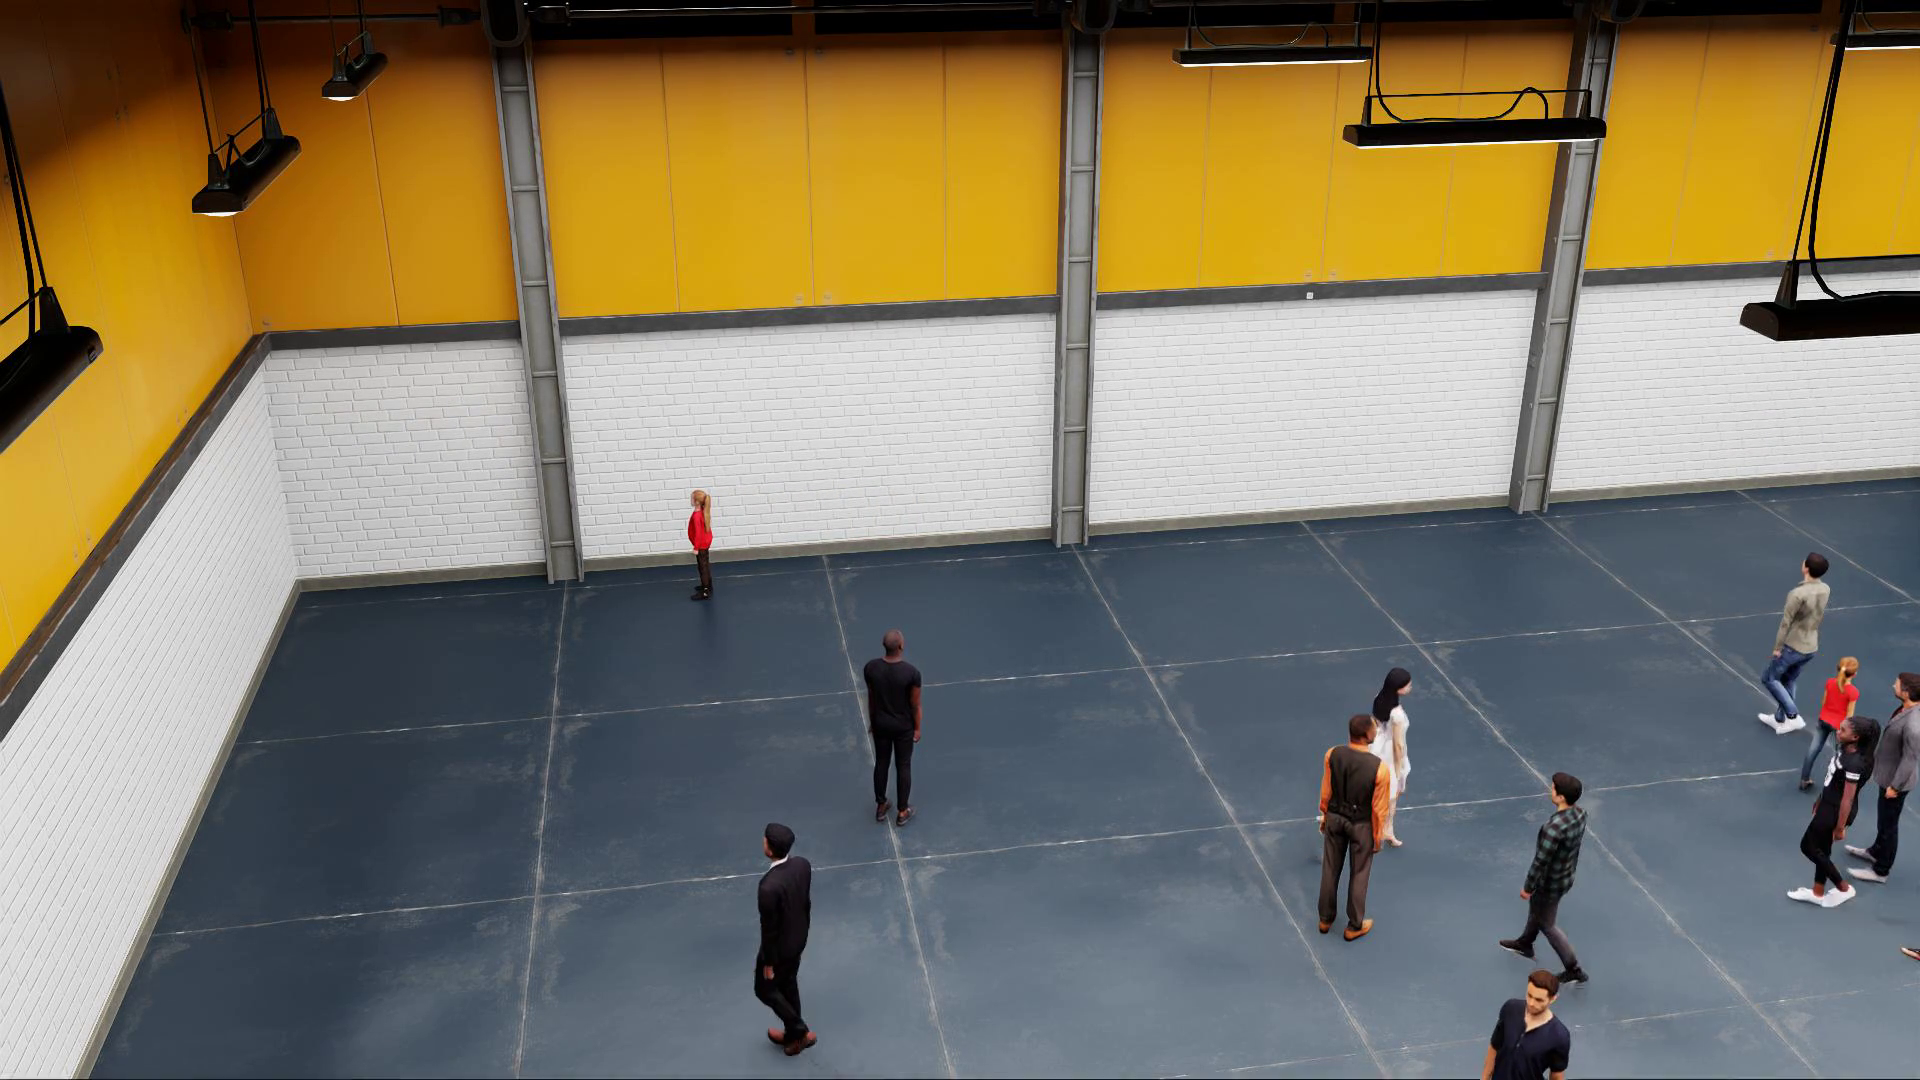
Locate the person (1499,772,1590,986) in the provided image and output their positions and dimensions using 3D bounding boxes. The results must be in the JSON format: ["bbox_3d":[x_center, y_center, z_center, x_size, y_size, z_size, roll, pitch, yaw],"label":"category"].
[{"bbox_3d":[4.428,2.504,12.256,1.059,1.707,1.067,20,31,38],"label":"person"}]

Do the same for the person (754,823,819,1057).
[{"bbox_3d":[-1.159,2.819,11.522,0.930,1.870,0.879,13,27,27],"label":"person"}]

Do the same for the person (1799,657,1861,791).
[{"bbox_3d":[7.771,1.669,14.885,0.929,1.283,0.706,-14,27,-29],"label":"person"}]

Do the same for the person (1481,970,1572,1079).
[{"bbox_3d":[3.494,3.382,10.272,1.129,1.839,0.949,-19,30,-36],"label":"person"}]

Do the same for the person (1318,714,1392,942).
[{"bbox_3d":[3.023,2.210,12.868,0.782,1.908,0.843,15,28,31],"label":"person"}]

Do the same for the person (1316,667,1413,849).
[{"bbox_3d":[3.450,1.883,13.831,1.027,1.737,0.603,-4,24,-10],"label":"person"}]

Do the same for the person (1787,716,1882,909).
[{"bbox_3d":[7.024,2.176,13.182,0.844,1.720,0.778,9,25,20],"label":"person"}]

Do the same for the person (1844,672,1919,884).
[{"bbox_3d":[7.638,1.921,13.575,0.812,1.871,0.782,12,26,25],"label":"person"}]

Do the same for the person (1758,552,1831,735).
[{"bbox_3d":[7.924,1.031,15.637,0.811,1.851,0.877,-11,26,-23],"label":"person"}]

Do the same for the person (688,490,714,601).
[{"bbox_3d":[-2.901,0.038,18.619,0.558,1.281,0.544,2,24,4],"label":"person"}]

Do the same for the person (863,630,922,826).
[{"bbox_3d":[-0.586,1.609,14.357,0.663,1.817,0.807,6,24,14],"label":"person"}]
